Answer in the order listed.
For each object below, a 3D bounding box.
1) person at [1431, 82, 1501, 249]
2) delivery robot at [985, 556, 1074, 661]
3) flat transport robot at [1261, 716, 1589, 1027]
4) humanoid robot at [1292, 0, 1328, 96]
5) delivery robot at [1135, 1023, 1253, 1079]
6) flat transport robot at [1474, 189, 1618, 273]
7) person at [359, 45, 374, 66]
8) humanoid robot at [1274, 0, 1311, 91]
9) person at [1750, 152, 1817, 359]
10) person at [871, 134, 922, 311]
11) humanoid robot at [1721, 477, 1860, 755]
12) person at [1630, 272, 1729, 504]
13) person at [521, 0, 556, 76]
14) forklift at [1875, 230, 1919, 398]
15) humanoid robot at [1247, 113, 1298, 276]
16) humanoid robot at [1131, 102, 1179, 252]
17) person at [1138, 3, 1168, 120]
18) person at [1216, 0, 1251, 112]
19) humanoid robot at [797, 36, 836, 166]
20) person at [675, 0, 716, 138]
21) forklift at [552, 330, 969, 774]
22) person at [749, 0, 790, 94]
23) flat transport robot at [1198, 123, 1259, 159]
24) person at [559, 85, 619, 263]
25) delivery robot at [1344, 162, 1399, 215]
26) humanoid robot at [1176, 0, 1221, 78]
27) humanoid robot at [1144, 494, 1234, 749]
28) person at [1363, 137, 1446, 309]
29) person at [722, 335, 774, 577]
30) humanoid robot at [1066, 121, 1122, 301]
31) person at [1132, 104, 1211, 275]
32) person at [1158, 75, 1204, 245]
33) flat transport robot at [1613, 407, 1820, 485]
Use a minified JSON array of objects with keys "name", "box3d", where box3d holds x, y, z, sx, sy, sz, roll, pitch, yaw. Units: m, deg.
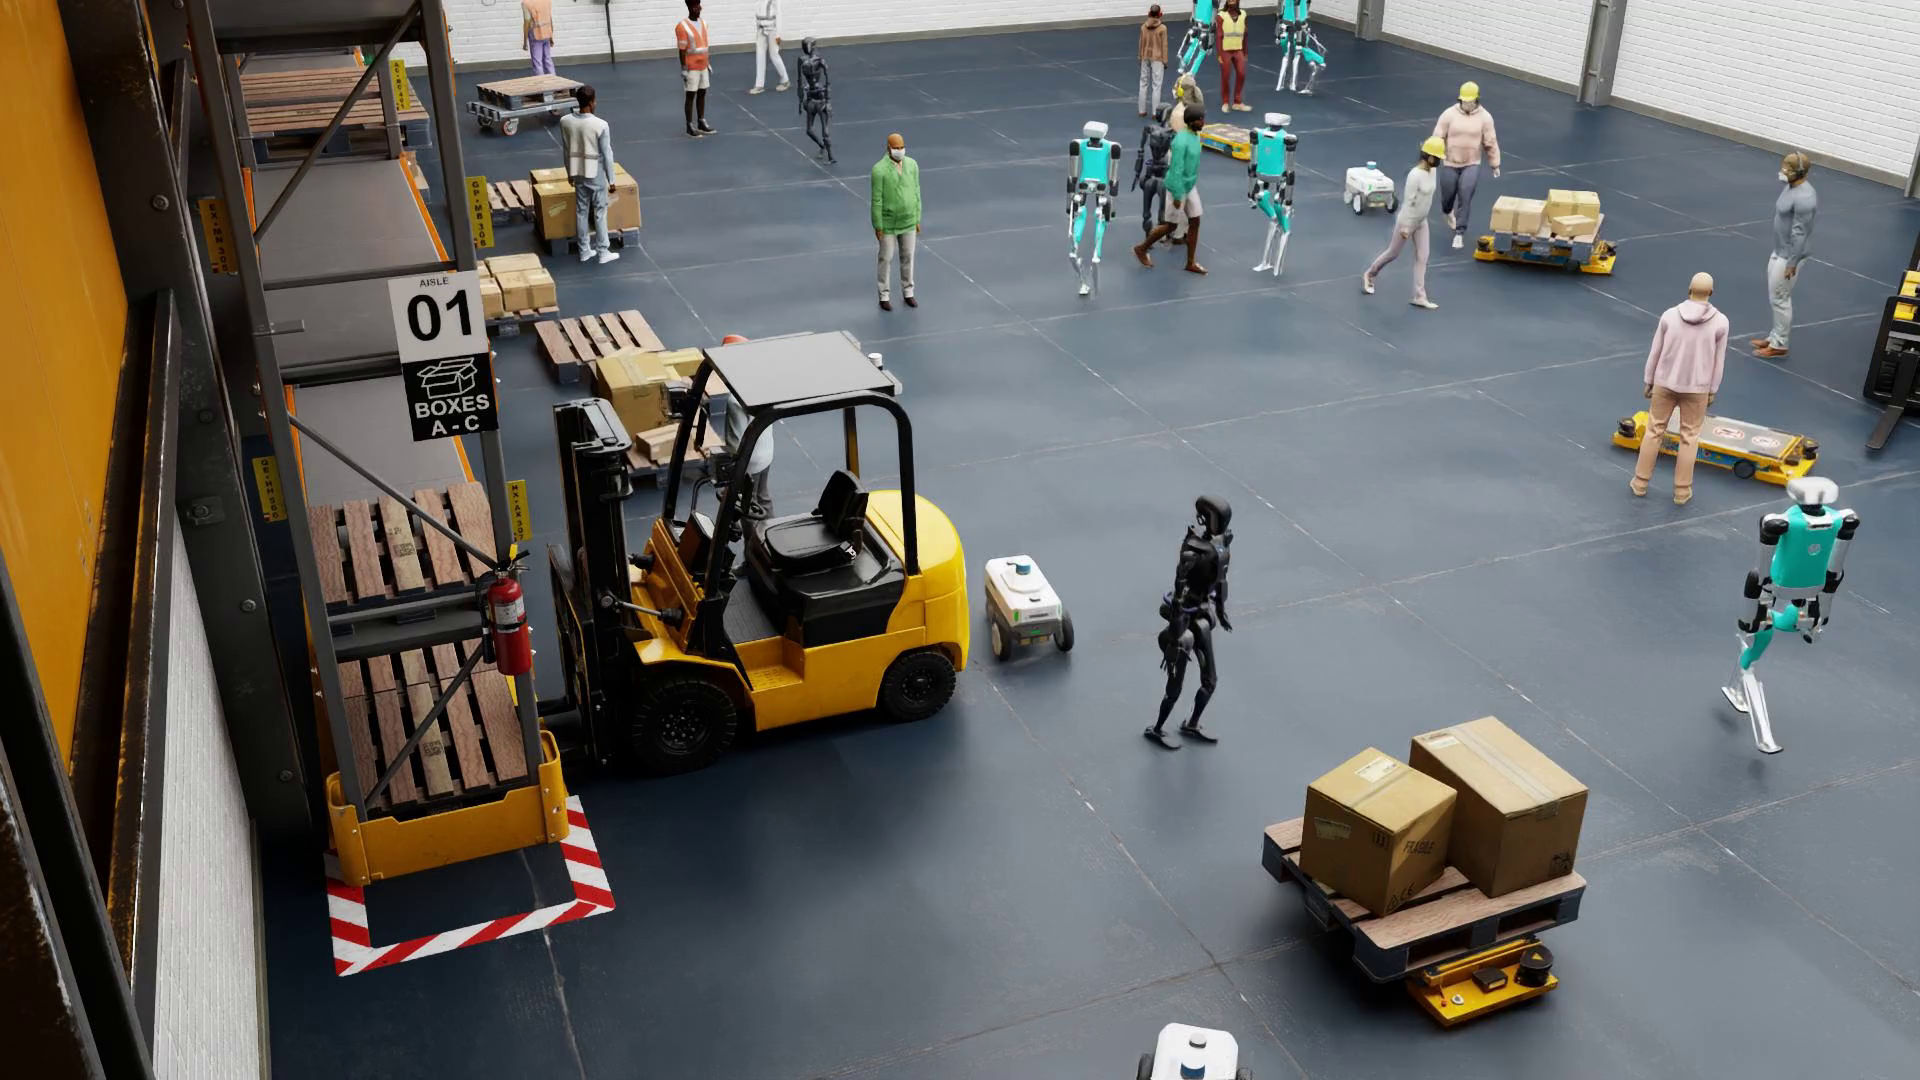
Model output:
[{"name":"person","box3d":[5.656,-4.269,18.745,0.851,1.829,0.709,9,28,17]},{"name":"delivery robot","box3d":[0.414,0.416,10.844,0.499,0.597,0.779,-7,28,-13]},{"name":"flat transport robot","box3d":[2.262,1.833,8.340,0.659,0.231,1.431,-11,29,-21]},{"name":"humanoid robot","box3d":[5.435,-7.663,25.713,0.764,1.878,0.530,9,28,17]},{"name":"delivery robot","box3d":[0.944,2.376,6.935,0.525,0.587,0.742,6,27,12]},{"name":"flat transport robot","box3d":[6.460,-3.188,18.328,1.431,0.231,0.659,12,29,22]},{"name":"person","box3d":[-8.488,-6.957,24.114,0.880,1.808,0.534,-13,30,-24]},{"name":"humanoid robot","box3d":[5.263,-7.971,26.189,0.556,1.743,0.750,11,29,21]},{"name":"person","box3d":[7.629,-2.625,15.387,0.435,1.919,0.641,6,27,13]},{"name":"person","box3d":[-0.641,-3.182,16.647,0.534,1.778,0.390,-14,30,-25]},{"name":"humanoid robot","box3d":[4.679,0.369,9.620,0.557,1.736,1.024,-2,27,-3]},{"name":"person","box3d":[5.452,-1.147,12.606,0.543,1.772,0.409,14,30,26]},{"name":"person","box3d":[-6.446,-7.684,25.527,0.384,1.835,0.564,16,31,28]},{"name":"forklift","box3d":[9.029,-2.397,14.618,1.214,2.155,2.313,18,32,32]},{"name":"humanoid robot","box3d":[3.380,-3.661,17.686,0.540,1.828,0.686,19,33,33]},{"name":"humanoid robot","box3d":[2.185,-4.000,18.368,0.601,1.649,0.386,21,33,35]},{"name":"person","box3d":[2.822,-7.019,24.417,0.463,1.648,0.327,16,31,29]},{"name":"person","box3d":[4.097,-7.290,24.852,0.624,1.747,0.348,-5,27,-10]},{"name":"humanoid robot","box3d":[-1.863,-5.853,22.073,0.587,1.634,0.453,18,32,31]},{"name":"person","box3d":[-3.708,-6.672,23.371,0.361,1.963,0.611,15,30,27]},{"name":"forklift","box3d":[-1.094,0.010,9.831,2.313,2.155,1.214,-10,28,-20]},{"name":"person","box3d":[-3.006,-7.964,26.057,0.588,1.870,0.716,23,35,38]},{"name":"flat transport robot","box3d":[3.738,-5.506,22.939,0.659,0.231,1.431,-16,31,-28]},{"name":"person","box3d":[-4.008,-3.947,18.020,0.595,1.908,0.408,9,28,17]},{"name":"delivery robot","box3d":[4.968,-4.259,20.153,0.499,0.606,0.790,-5,27,-10]},{"name":"humanoid robot","box3d":[3.543,-7.534,25.458,0.768,1.898,0.559,-20,33,-35]},{"name":"humanoid robot","box3d":[1.326,0.451,9.528,0.438,1.633,0.591,20,33,34]},{"name":"person","box3d":[4.531,-3.252,16.846,0.540,1.715,0.863,-23,35,-38]},{"name":"person","box3d":[-1.480,-0.584,11.512,0.352,1.740,0.571,7,28,14]},{"name":"humanoid robot","box3d":[1.313,-3.246,16.936,0.542,1.897,0.740,6,27,11]},{"name":"person","box3d":[2.299,-3.742,17.705,0.797,1.821,0.511,17,31,30]},{"name":"person","box3d":[2.503,-4.259,18.674,0.413,1.877,0.549,13,29,24]},{"name":"flat transport robot","box3d":[6.160,-0.790,13.559,1.431,0.231,0.659,20,33,34]}]
